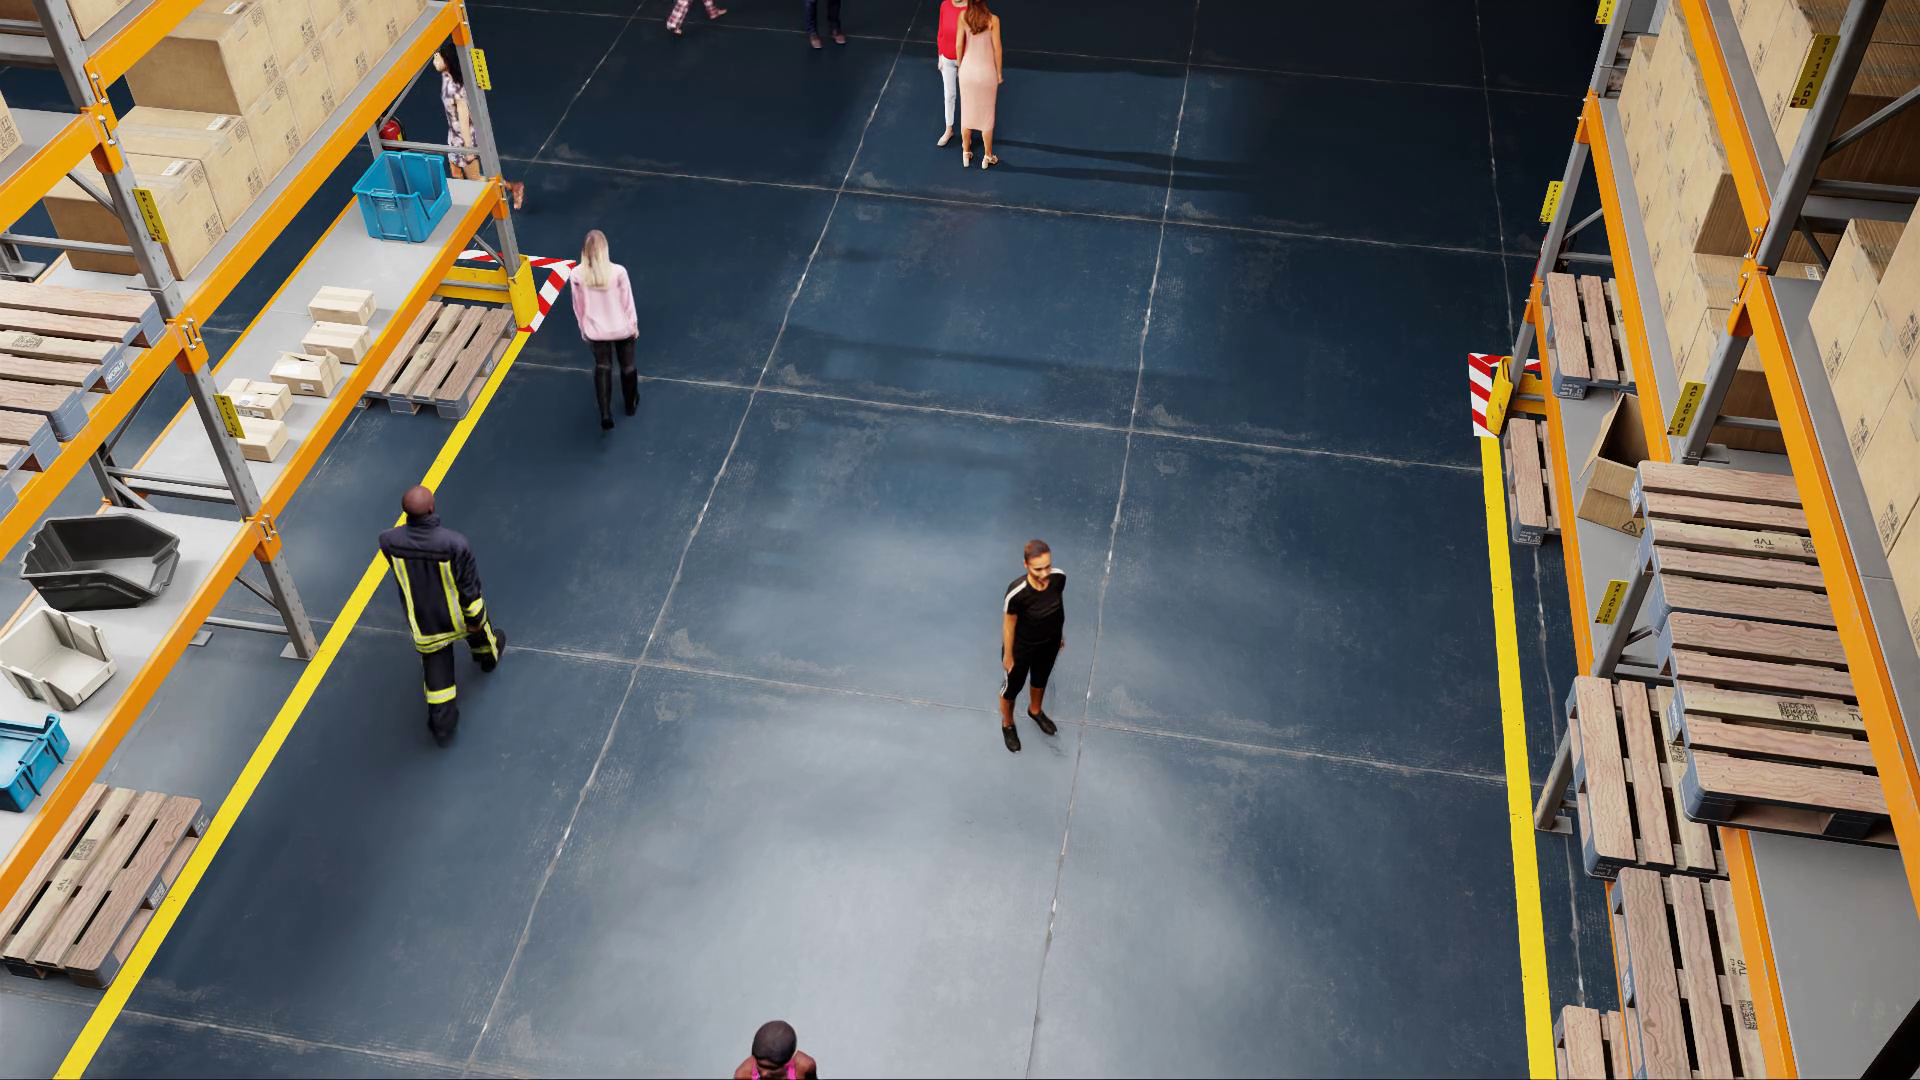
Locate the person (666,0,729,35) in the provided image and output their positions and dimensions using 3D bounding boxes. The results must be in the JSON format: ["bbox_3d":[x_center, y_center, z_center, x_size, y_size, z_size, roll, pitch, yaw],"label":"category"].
[{"bbox_3d":[-2.829,-6.029,17.152,0.990,1.661,1.160,32,52,29],"label":"person"}]

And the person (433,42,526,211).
[{"bbox_3d":[-4.236,-3.506,14.464,1.020,1.715,0.986,-22,48,-22],"label":"person"}]

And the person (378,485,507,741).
[{"bbox_3d":[-3.234,0.437,10.274,0.864,1.786,1.254,1,44,1],"label":"person"}]

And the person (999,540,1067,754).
[{"bbox_3d":[0.440,0.613,10.174,0.648,1.668,0.692,-22,48,-22],"label":"person"}]

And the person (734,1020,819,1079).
[{"bbox_3d":[-0.841,2.760,7.881,0.629,1.725,0.647,-8,44,-9],"label":"person"}]

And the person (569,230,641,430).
[{"bbox_3d":[-2.631,-1.529,12.420,0.689,1.673,0.914,1,44,1],"label":"person"}]

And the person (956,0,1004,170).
[{"bbox_3d":[0.166,-4.239,15.150,0.618,1.831,0.563,14,45,15],"label":"person"}]

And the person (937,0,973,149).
[{"bbox_3d":[-0.011,-4.469,15.492,0.553,1.693,0.552,10,44,10],"label":"person"}]

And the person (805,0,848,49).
[{"bbox_3d":[-1.441,-5.931,16.921,0.864,1.839,0.881,-17,46,-17],"label":"person"}]
